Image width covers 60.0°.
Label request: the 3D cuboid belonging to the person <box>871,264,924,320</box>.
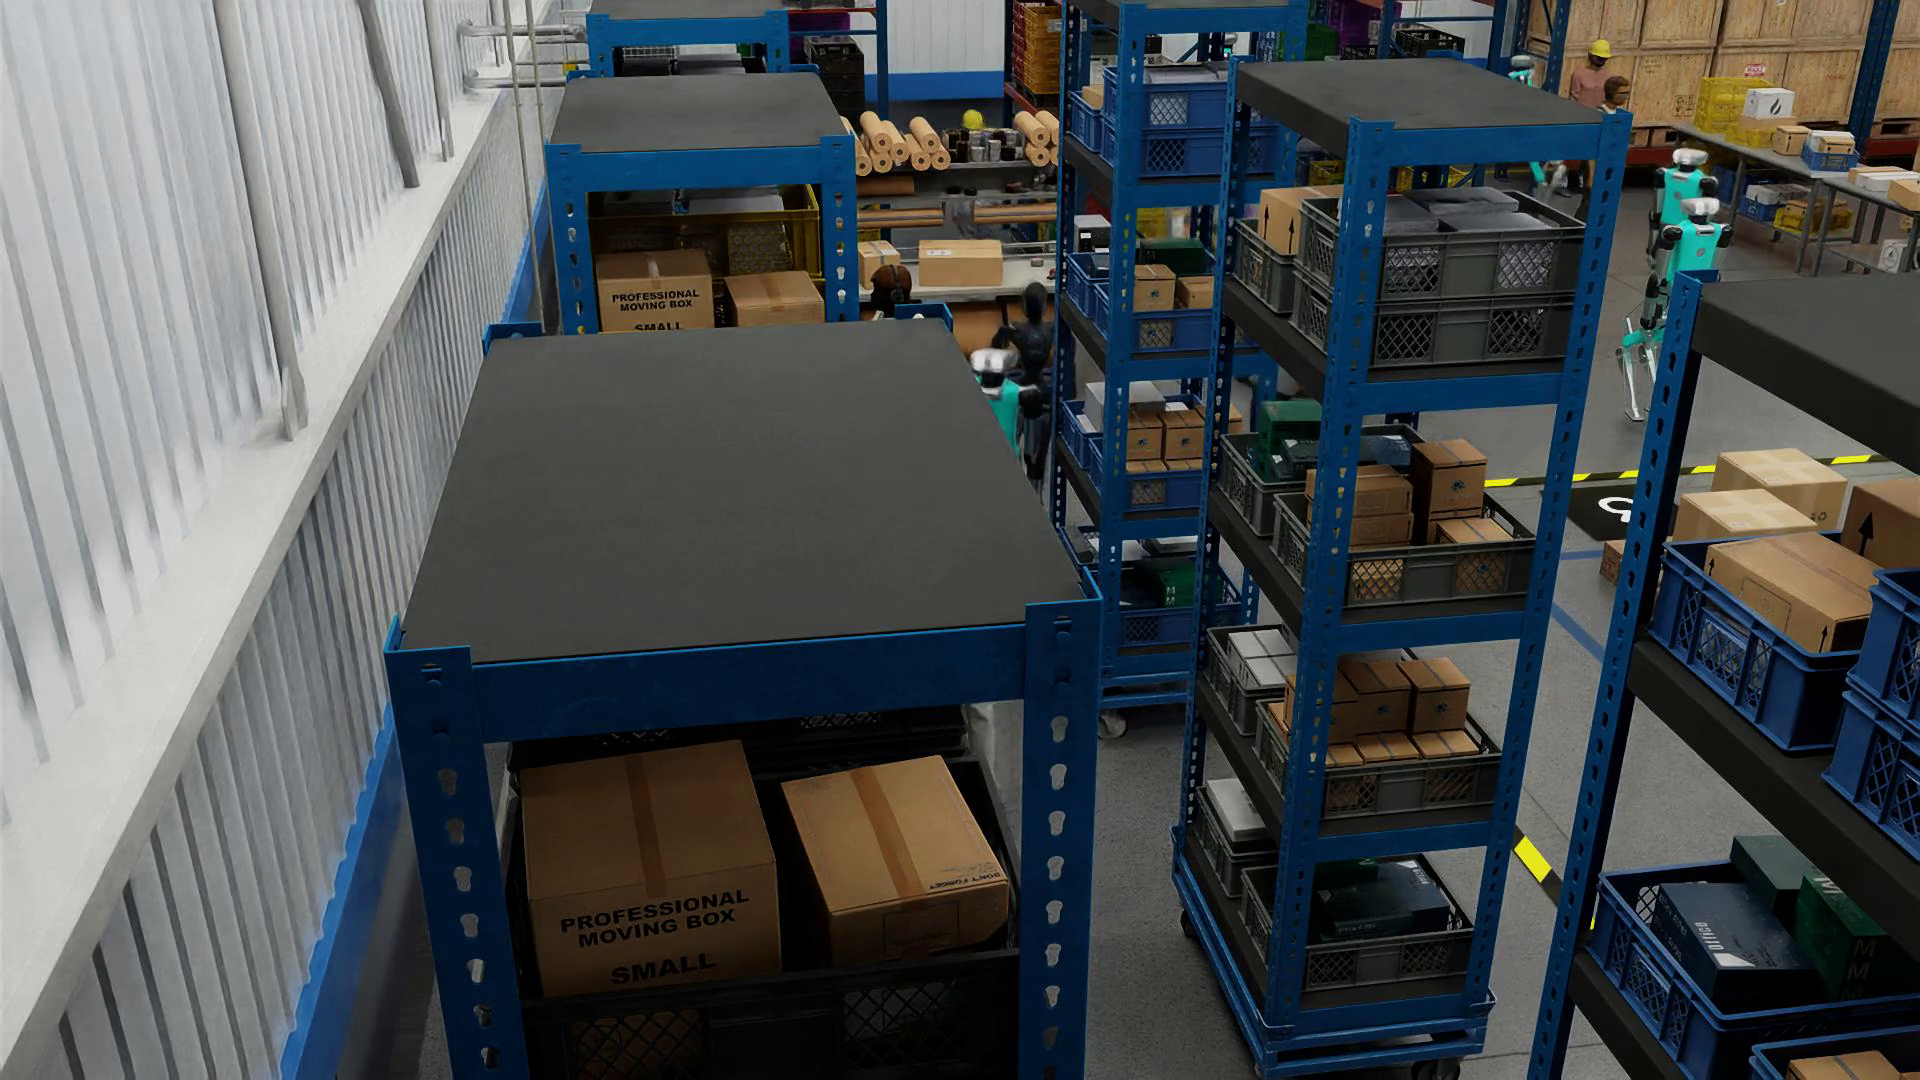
[{"bbox_3d":[-0.401,-0.769,10.088,0.429,1.844,0.621,-10,27,-21],"label":"person"}]

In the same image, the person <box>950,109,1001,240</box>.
[{"bbox_3d":[0.146,-3.032,15.133,0.498,1.725,0.485,-9,26,-19],"label":"person"}]

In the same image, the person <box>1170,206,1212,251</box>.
[{"bbox_3d":[1.968,-2.461,13.704,0.796,1.900,0.575,17,30,33],"label":"person"}]

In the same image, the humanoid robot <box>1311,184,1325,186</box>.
[{"bbox_3d":[2.837,-1.707,12.281,0.756,1.808,0.530,8,26,17],"label":"humanoid robot"}]

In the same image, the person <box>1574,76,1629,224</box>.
[{"bbox_3d":[6.246,-3.605,16.268,0.333,1.836,0.503,21,32,37],"label":"person"}]

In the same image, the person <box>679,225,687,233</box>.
[{"bbox_3d":[-2.079,-1.602,11.844,0.605,1.894,0.686,9,26,19],"label":"person"}]

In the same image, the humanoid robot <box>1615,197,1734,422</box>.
[{"bbox_3d":[5.108,-1.714,12.107,0.533,1.677,0.735,-4,25,-9],"label":"humanoid robot"}]

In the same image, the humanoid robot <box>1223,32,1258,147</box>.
[{"bbox_3d":[3.271,-5.008,19.274,0.735,1.672,0.533,2,25,5],"label":"humanoid robot"}]

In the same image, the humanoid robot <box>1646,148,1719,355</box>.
[{"bbox_3d":[6.090,-2.417,13.880,1.037,1.763,0.531,-20,31,-36],"label":"humanoid robot"}]

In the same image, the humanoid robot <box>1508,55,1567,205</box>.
[{"bbox_3d":[6.276,-4.299,17.921,0.885,1.769,0.551,5,25,12],"label":"humanoid robot"}]

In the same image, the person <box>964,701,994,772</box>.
[{"bbox_3d":[-0.033,0.423,7.507,0.565,1.835,0.408,-7,26,-15],"label":"person"}]

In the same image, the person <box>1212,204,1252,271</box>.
[{"bbox_3d":[2.308,-2.849,14.407,0.508,2.009,0.717,-10,27,-21],"label":"person"}]

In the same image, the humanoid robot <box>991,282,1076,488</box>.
[{"bbox_3d":[0.449,-0.837,10.443,0.612,1.642,0.411,-2,25,-4],"label":"humanoid robot"}]

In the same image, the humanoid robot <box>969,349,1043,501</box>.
[{"bbox_3d":[0.218,-0.254,9.115,0.536,1.792,0.861,5,25,10],"label":"humanoid robot"}]

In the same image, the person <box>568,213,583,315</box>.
[{"bbox_3d":[-2.726,-1.861,12.446,0.513,1.857,0.335,-17,30,-33],"label":"person"}]

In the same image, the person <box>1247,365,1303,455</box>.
[{"bbox_3d":[2.149,-1.213,11.101,0.422,1.821,0.611,-17,30,-33],"label":"person"}]

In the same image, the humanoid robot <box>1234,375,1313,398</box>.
[{"bbox_3d":[2.512,-1.890,12.781,0.705,1.626,0.616,17,29,32],"label":"humanoid robot"}]

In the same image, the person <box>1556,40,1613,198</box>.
[{"bbox_3d":[7.136,-4.783,18.916,0.525,1.760,0.335,-5,25,-12],"label":"person"}]
